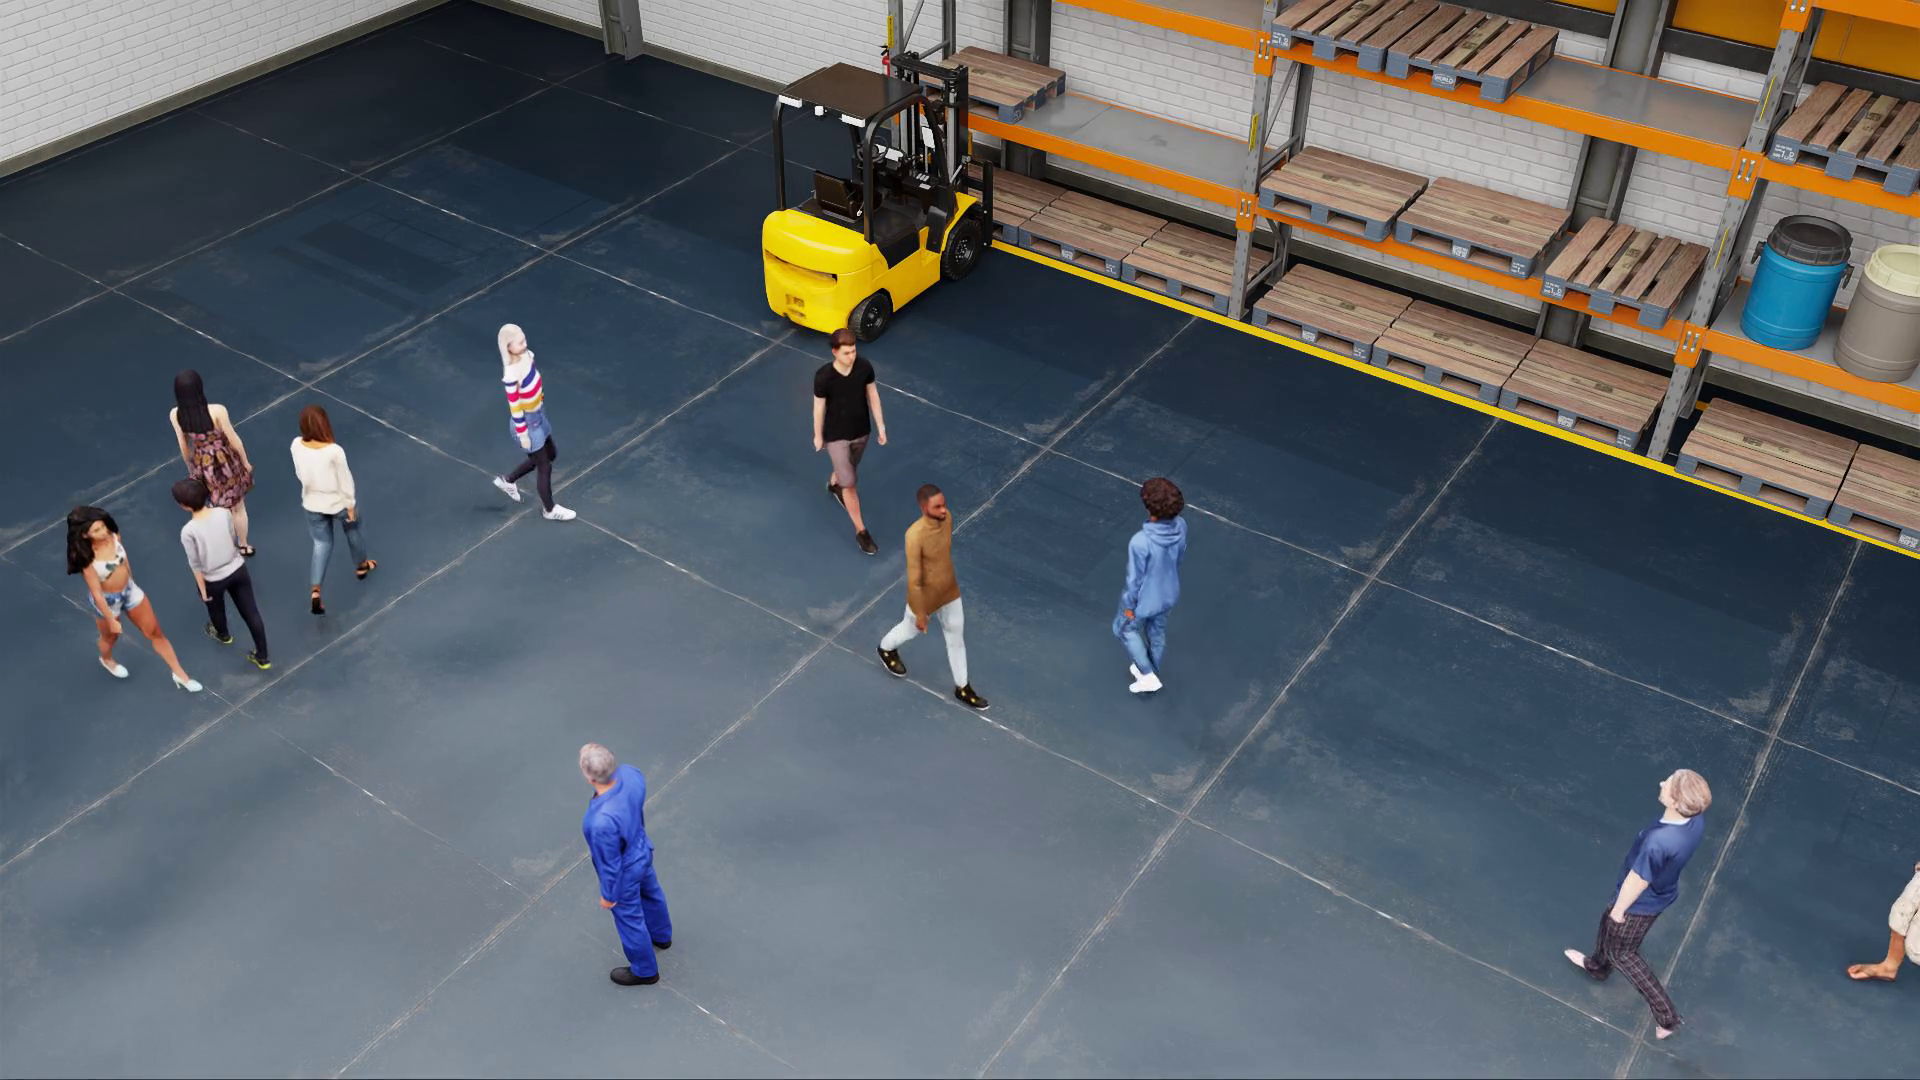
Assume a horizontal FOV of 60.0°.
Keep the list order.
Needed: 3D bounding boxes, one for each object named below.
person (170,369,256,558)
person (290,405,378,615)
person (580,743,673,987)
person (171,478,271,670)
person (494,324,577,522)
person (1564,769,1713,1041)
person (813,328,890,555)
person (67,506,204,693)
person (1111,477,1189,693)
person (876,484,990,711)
[{"bbox_3d":[-5.564,-0.474,12.446,0.890,1.762,0.933,-3,39,-3],"label":"person"},{"bbox_3d":[-4.660,-0.209,12.203,1.065,1.650,0.964,6,39,7],"label":"person"},{"bbox_3d":[-1.903,1.839,9.498,0.718,1.826,0.789,8,39,10],"label":"person"},{"bbox_3d":[-5.129,0.286,11.694,0.935,1.513,0.610,25,45,28],"label":"person"},{"bbox_3d":[-3.432,-0.908,12.960,1.014,1.799,0.896,3,39,4],"label":"person"},{"bbox_3d":[3.884,2.024,9.249,0.813,1.848,1.090,-29,47,-31],"label":"person"},{"bbox_3d":[-0.911,-0.889,12.920,1.006,1.818,1.314,-22,43,-25],"label":"person"},{"bbox_3d":[-5.865,0.430,11.458,1.095,1.581,0.780,11,40,14],"label":"person"},{"bbox_3d":[1.351,0.386,11.339,0.777,1.798,0.776,-24,44,-27],"label":"person"},{"bbox_3d":[-0.277,0.341,11.413,1.210,1.777,0.693,27,46,30],"label":"person"}]
